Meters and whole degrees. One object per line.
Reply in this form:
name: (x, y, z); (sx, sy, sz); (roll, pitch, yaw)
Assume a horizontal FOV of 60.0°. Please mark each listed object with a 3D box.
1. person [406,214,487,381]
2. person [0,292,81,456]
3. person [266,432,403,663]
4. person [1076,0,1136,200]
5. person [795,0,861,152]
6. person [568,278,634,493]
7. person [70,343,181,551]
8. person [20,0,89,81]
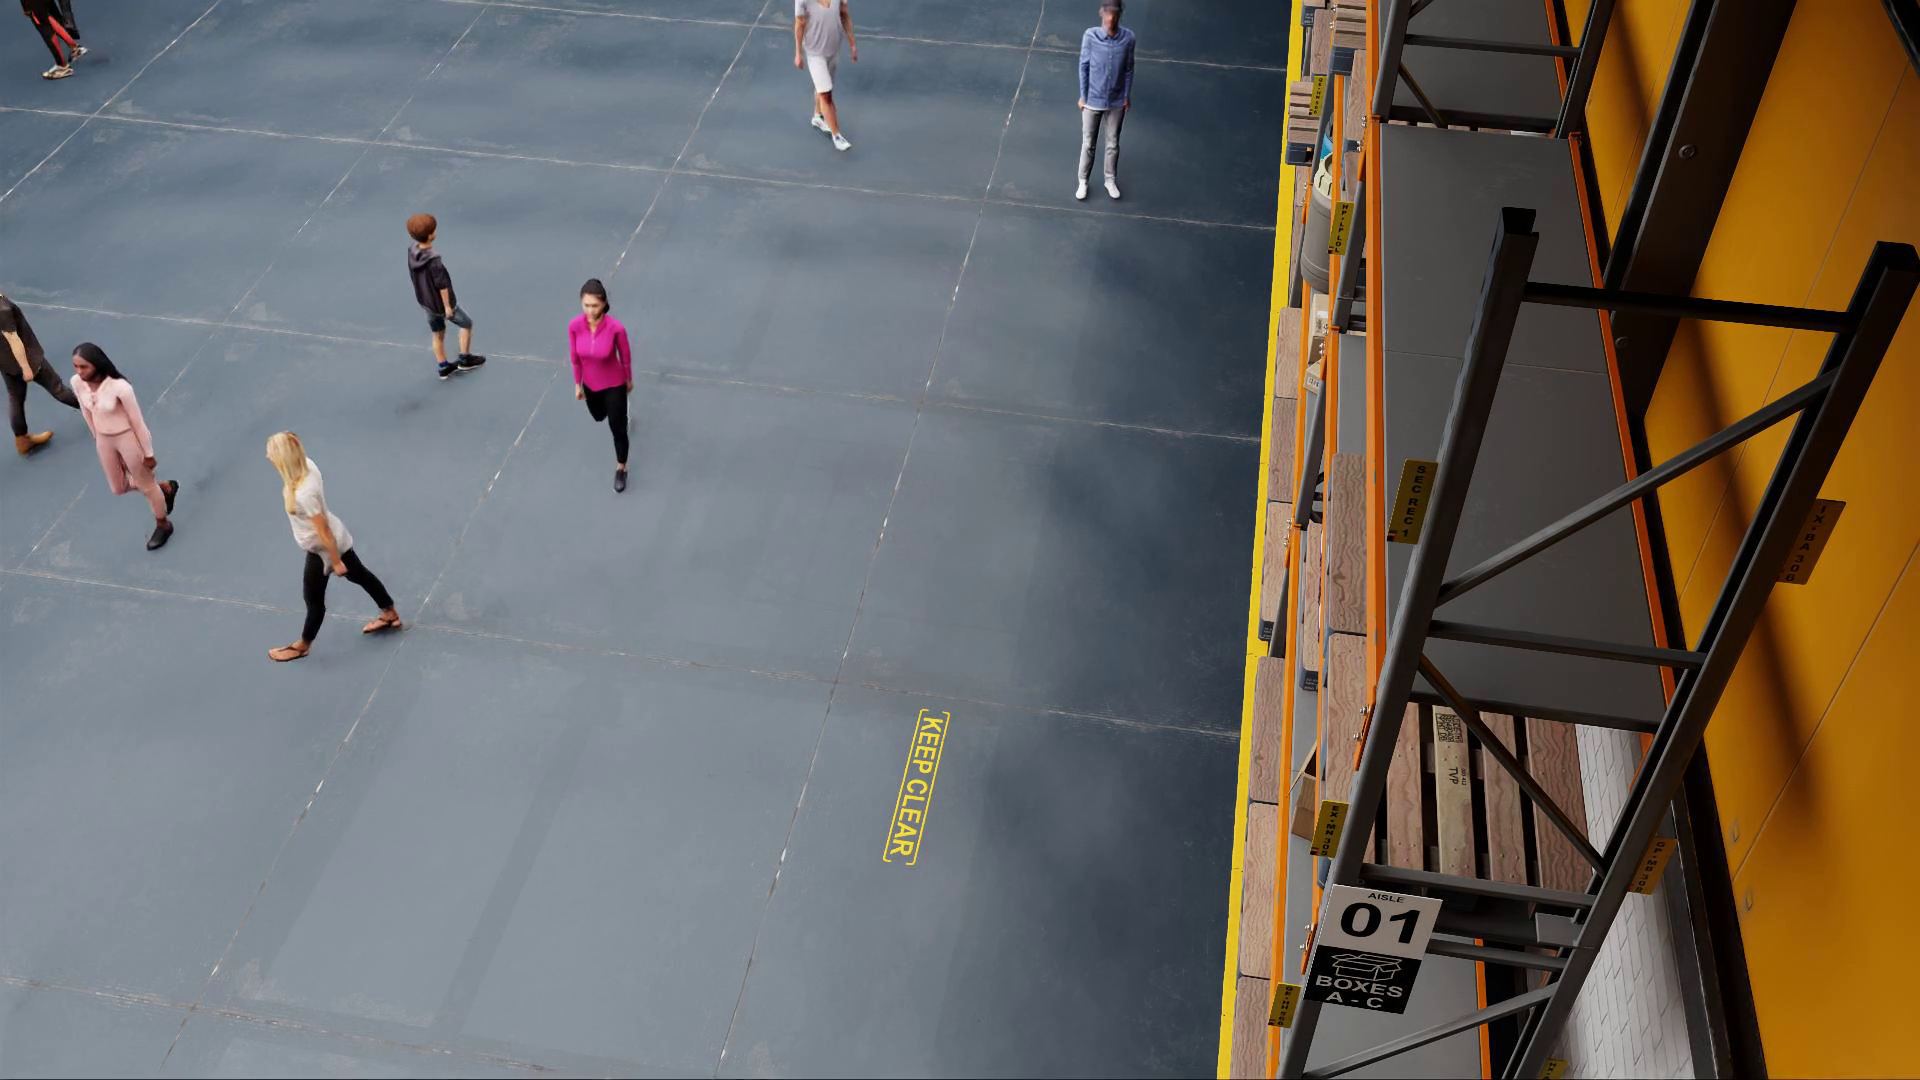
person: (-4.126, -1.853, 12.967); (0.659, 1.438, 0.713); (27, 50, 25)
person: (-7.040, -1.345, 12.264); (0.879, 1.673, 1.130); (24, 48, 23)
person: (-4.002, 0.003, 10.763); (1.042, 1.793, 1.111); (-16, 46, -16)
person: (1.290, -3.951, 14.845); (0.701, 1.886, 0.650); (-2, 44, -2)
person: (-1.337, -4.657, 15.628); (1.102, 1.827, 1.152); (-27, 50, -26)
person: (-2.573, -1.200, 12.117); (0.601, 1.677, 1.006); (4, 44, 4)
person: (-5.756, -0.709, 11.567); (0.641, 1.714, 0.730); (9, 44, 9)
person: (-9.146, -5.491, 16.522); (0.816, 1.802, 0.700); (-6, 44, -6)
